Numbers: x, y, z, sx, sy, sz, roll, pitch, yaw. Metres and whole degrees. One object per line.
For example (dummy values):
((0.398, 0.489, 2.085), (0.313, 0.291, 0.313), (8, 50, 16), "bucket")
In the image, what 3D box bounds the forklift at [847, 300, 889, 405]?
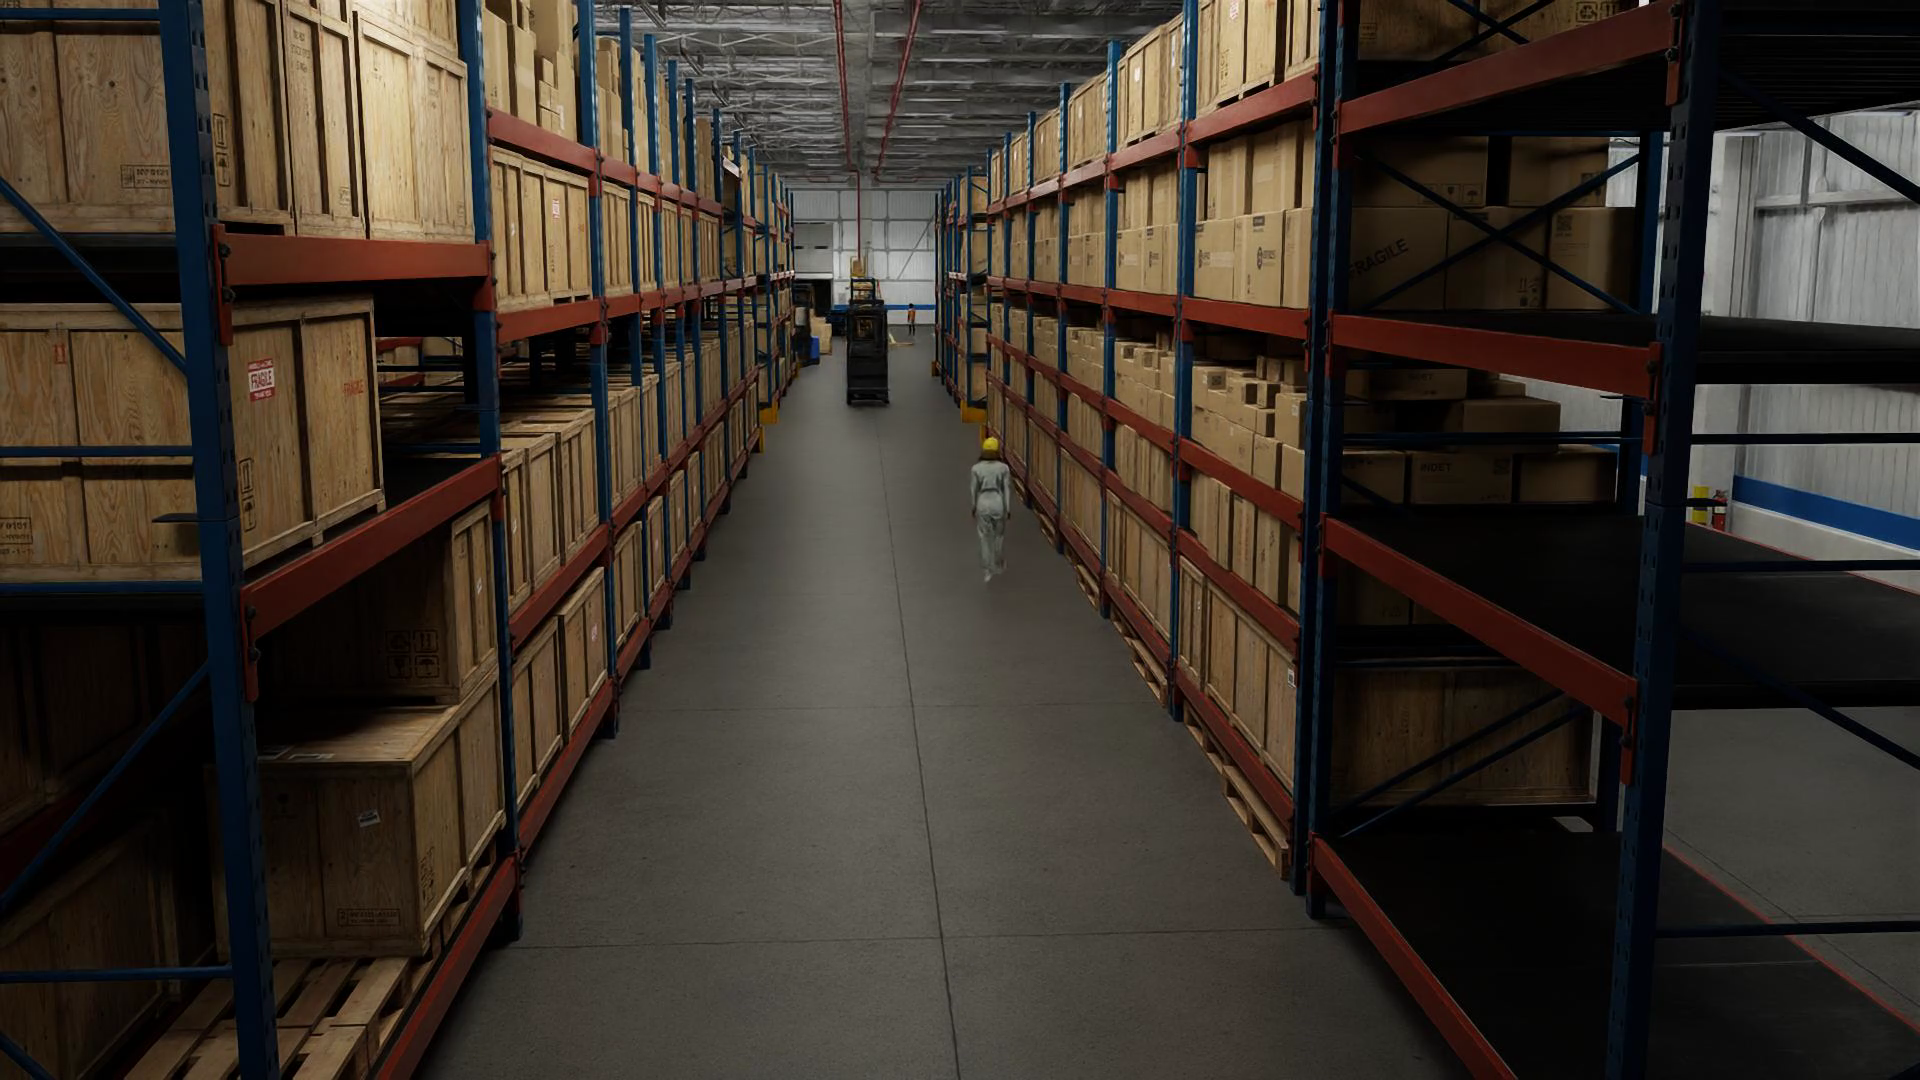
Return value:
((-2.510, -5.107, 44.973), (1.129, 2.768, 1.873), (-1, 10, -3), "forklift")

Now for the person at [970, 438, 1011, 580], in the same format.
((0.386, -0.402, 20.337), (0.512, 1.701, 0.849), (1, 10, 8), "person")

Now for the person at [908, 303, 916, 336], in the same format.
((-2.532, -11.497, 86.698), (0.319, 1.693, 0.535), (9, 13, 43), "person")

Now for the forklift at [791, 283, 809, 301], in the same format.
((-7.629, -10.870, 79.397), (1.129, 2.768, 1.873), (-2, 10, -10), "forklift")

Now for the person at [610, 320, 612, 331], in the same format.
((-13.405, -7.874, 64.761), (0.945, 1.797, 0.639), (-5, 11, -28), "person")

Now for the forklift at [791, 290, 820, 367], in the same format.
((-5.925, -7.764, 60.843), (1.129, 2.768, 1.873), (2, 10, 14), "forklift")

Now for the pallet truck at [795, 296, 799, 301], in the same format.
((-8.622, -12.439, 91.403), (1.885, 1.965, 0.823), (2, 10, 13), "pallet truck")
